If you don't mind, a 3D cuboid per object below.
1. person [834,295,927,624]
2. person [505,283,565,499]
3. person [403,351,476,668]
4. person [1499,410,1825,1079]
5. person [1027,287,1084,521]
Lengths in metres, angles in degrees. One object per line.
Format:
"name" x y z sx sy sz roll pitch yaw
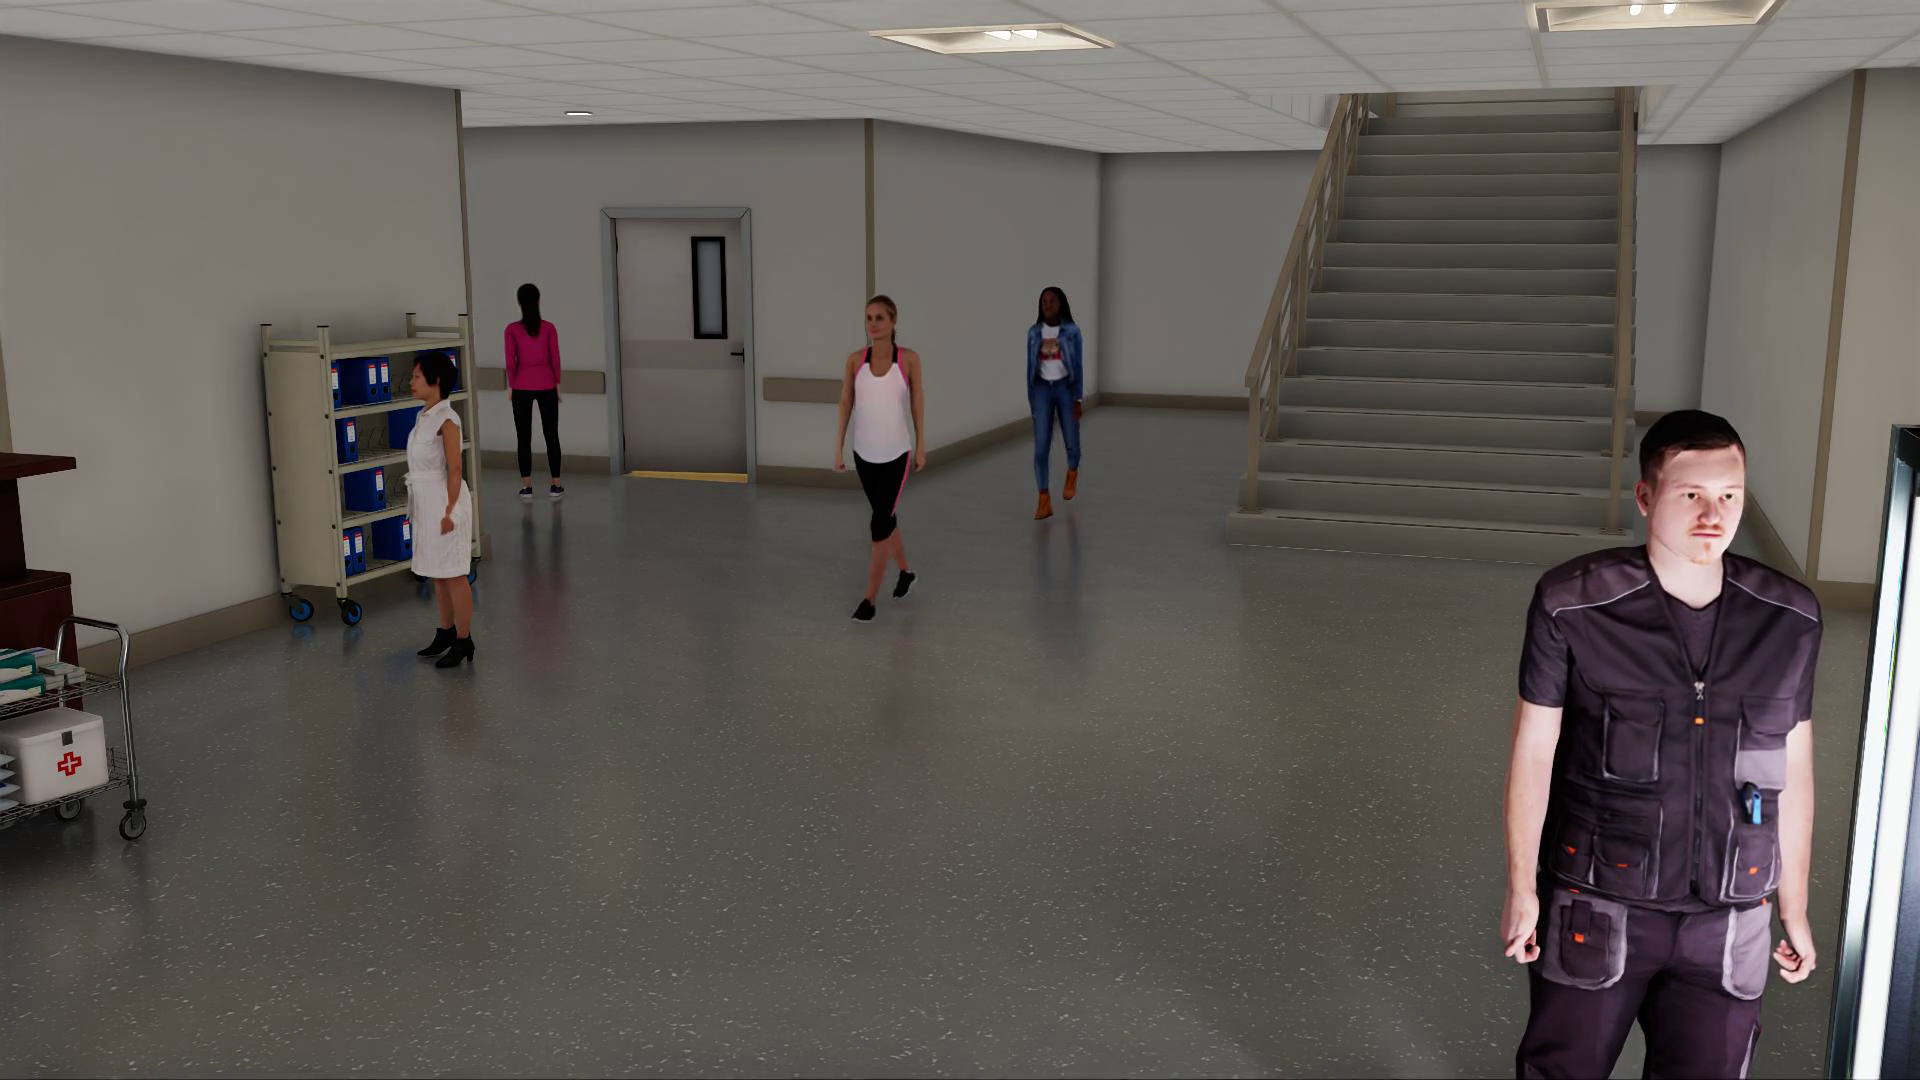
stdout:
"person" -0.401 -0.444 9.237 0.653 1.743 1.158 3 11 17
"person" -3.403 -1.194 13.305 0.689 1.700 0.731 -3 11 -16
"person" -2.568 -0.161 8.247 0.678 1.556 0.642 -7 13 -34
"person" 1.273 0.673 3.079 0.776 1.845 0.689 1 11 5
"person" 0.743 -1.023 12.437 0.663 1.688 1.117 3 11 14
